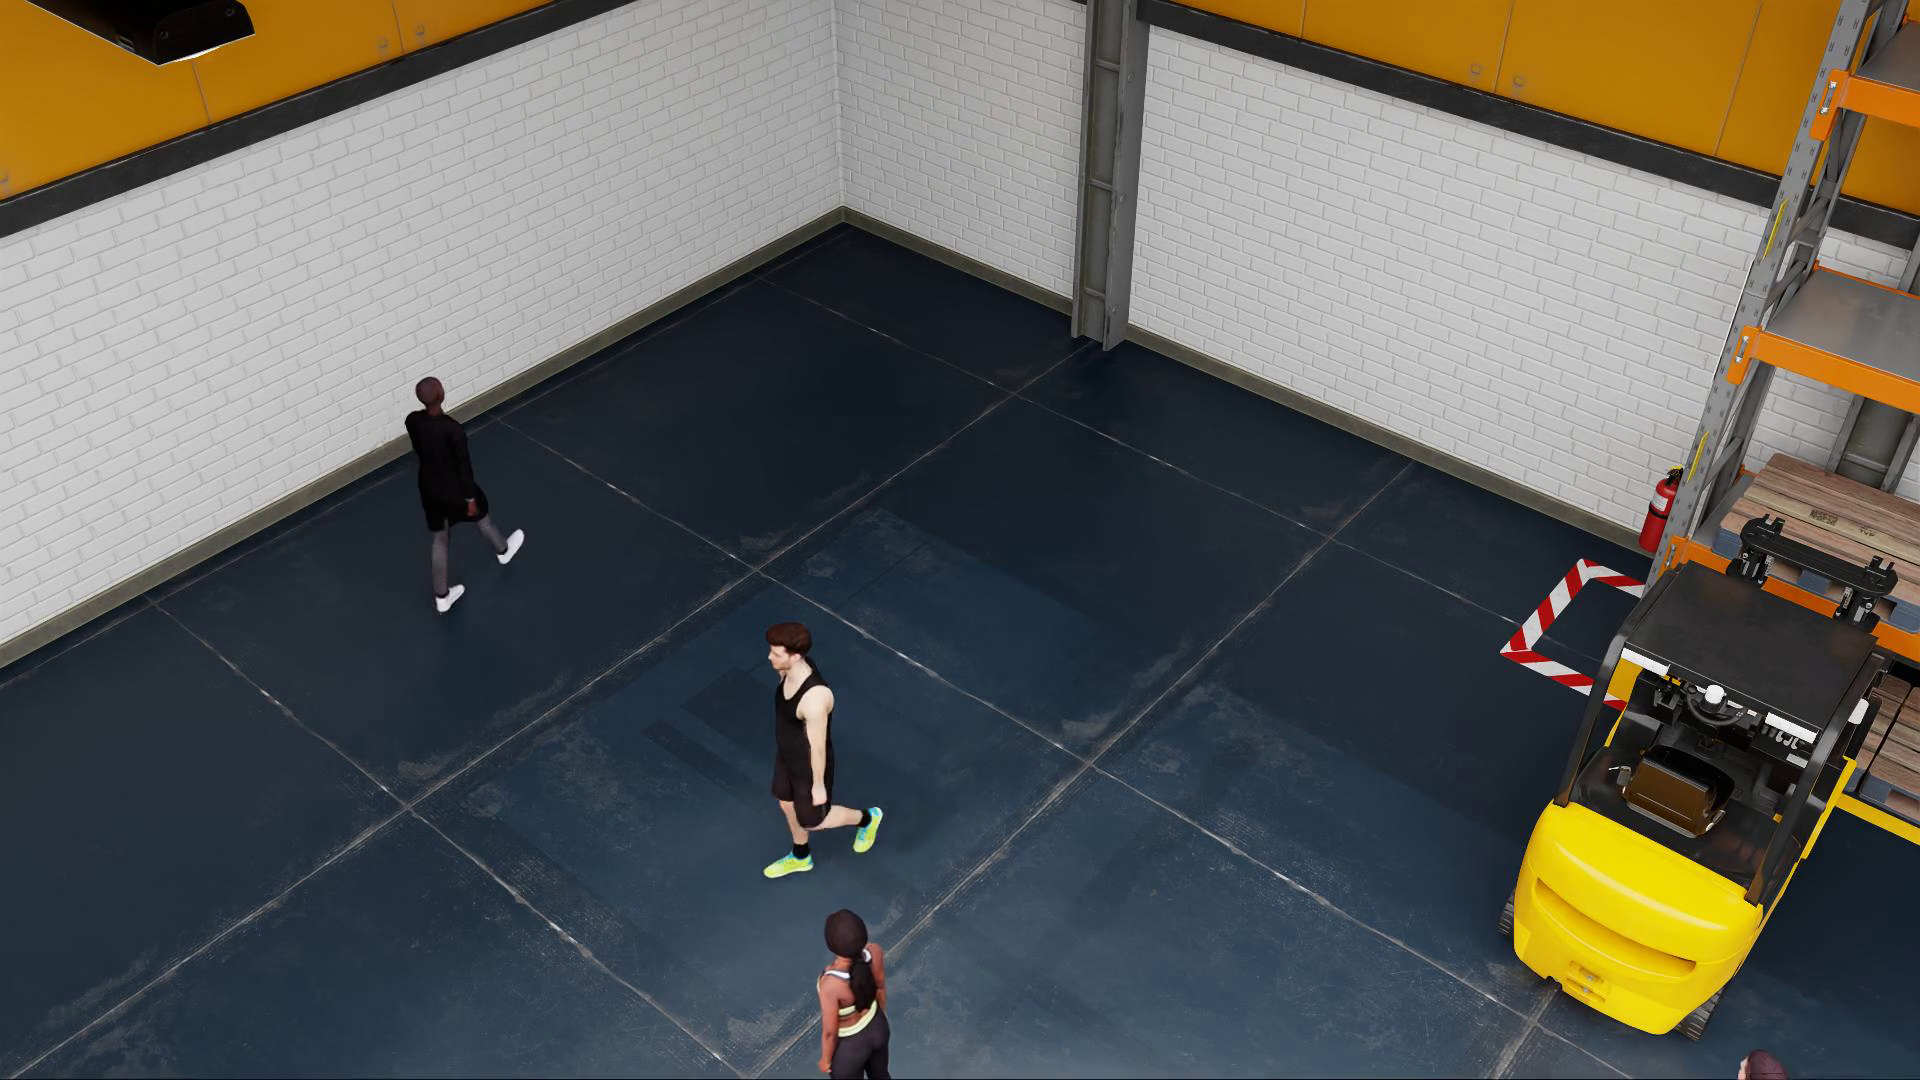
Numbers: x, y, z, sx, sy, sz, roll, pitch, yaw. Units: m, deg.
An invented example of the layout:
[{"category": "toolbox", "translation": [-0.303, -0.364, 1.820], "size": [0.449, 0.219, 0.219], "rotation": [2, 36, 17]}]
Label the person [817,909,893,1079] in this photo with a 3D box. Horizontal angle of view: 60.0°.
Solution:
[{"category": "person", "translation": [-0.488, 2.386, 7.930], "size": [0.516, 1.753, 0.574], "rotation": [31, 48, 33]}]

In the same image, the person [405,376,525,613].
[{"category": "person", "translation": [-3.521, -0.263, 11.277], "size": [1.133, 1.715, 0.980], "rotation": [13, 40, 16]}]

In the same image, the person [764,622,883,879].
[{"category": "person", "translation": [-0.790, 1.196, 9.323], "size": [0.954, 1.874, 1.011], "rotation": [-19, 42, -22]}]
